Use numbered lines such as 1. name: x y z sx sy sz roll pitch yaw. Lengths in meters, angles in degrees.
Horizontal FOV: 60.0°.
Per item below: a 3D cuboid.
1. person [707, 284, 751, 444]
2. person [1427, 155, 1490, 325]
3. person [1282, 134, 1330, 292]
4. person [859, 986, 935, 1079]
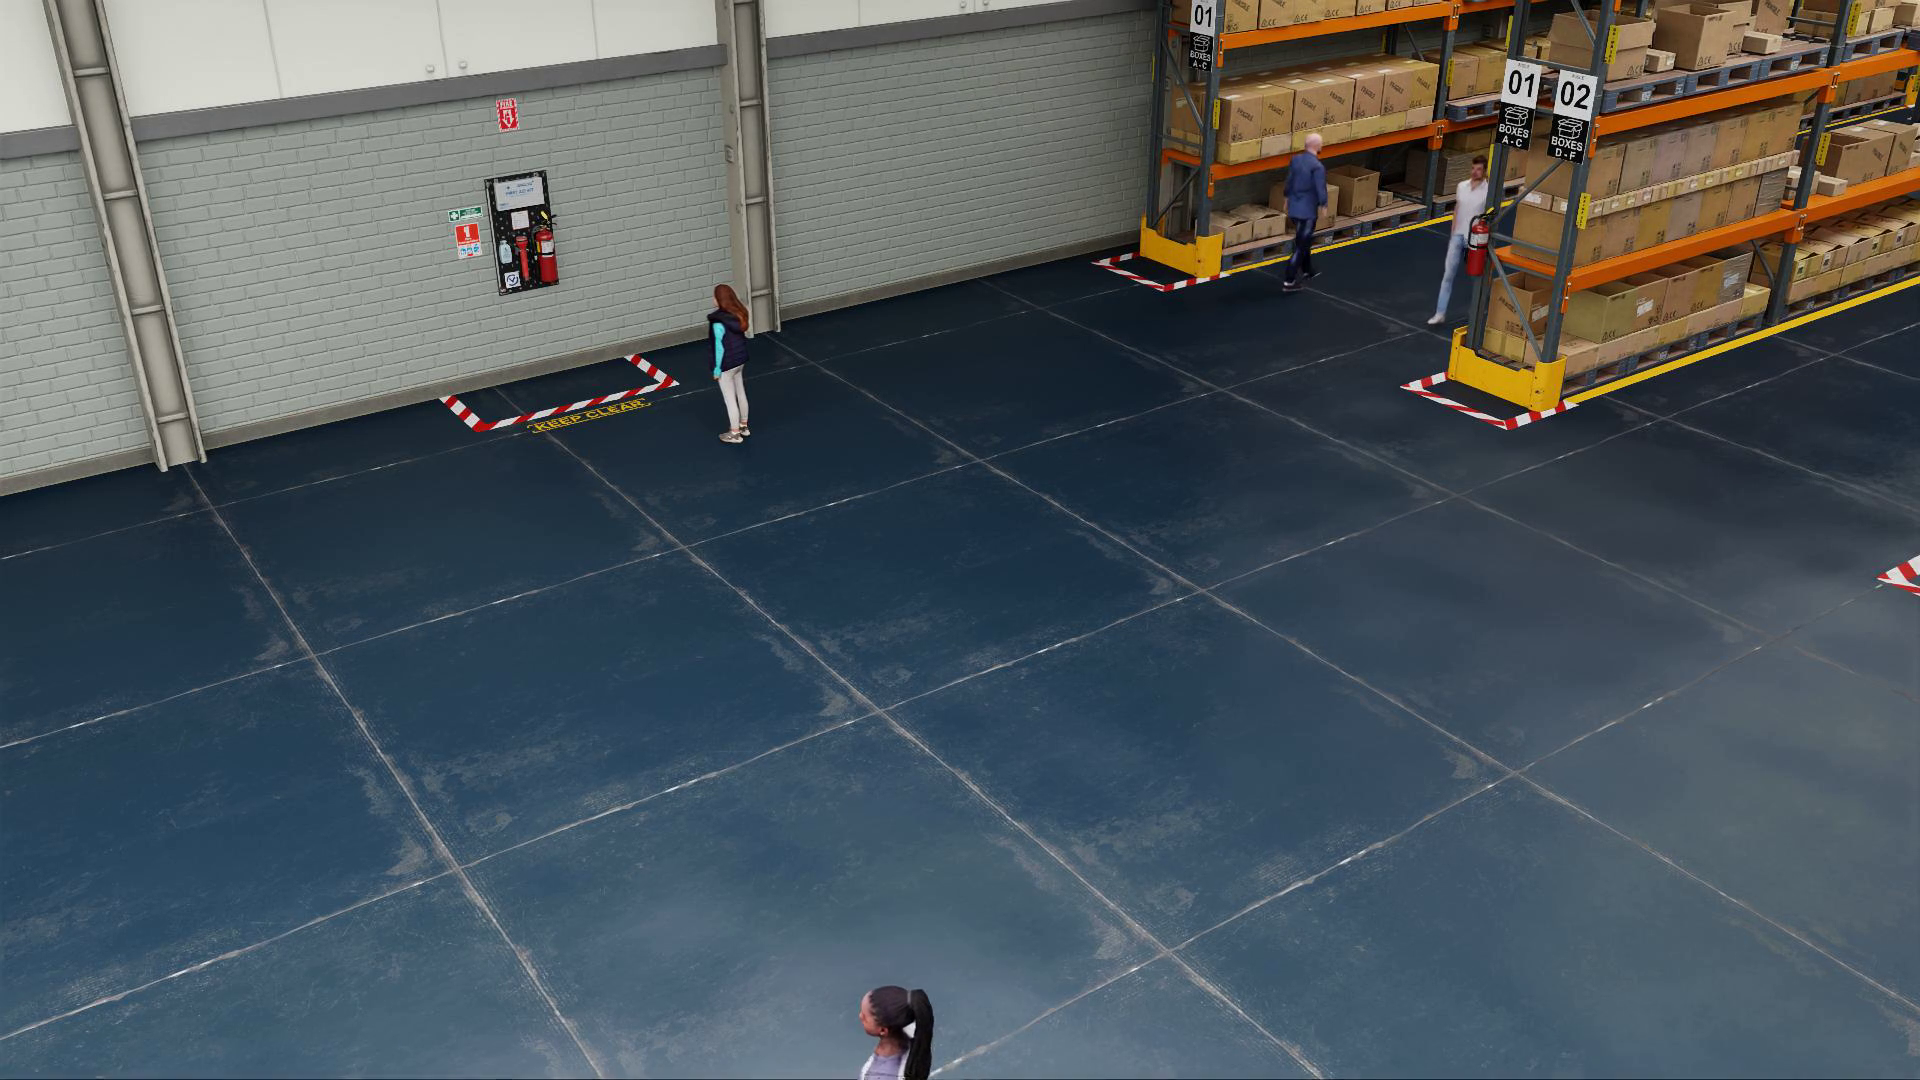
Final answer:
1. person: -2.122 -1.636 15.336 0.741 1.499 0.659 11 29 20
2. person: 5.620 -3.280 18.186 0.853 1.813 1.198 23 35 37
3. person: 3.886 -3.725 19.067 0.970 1.795 0.781 -16 31 -27
4. person: -0.204 2.545 6.979 0.888 1.715 0.837 9 29 17
